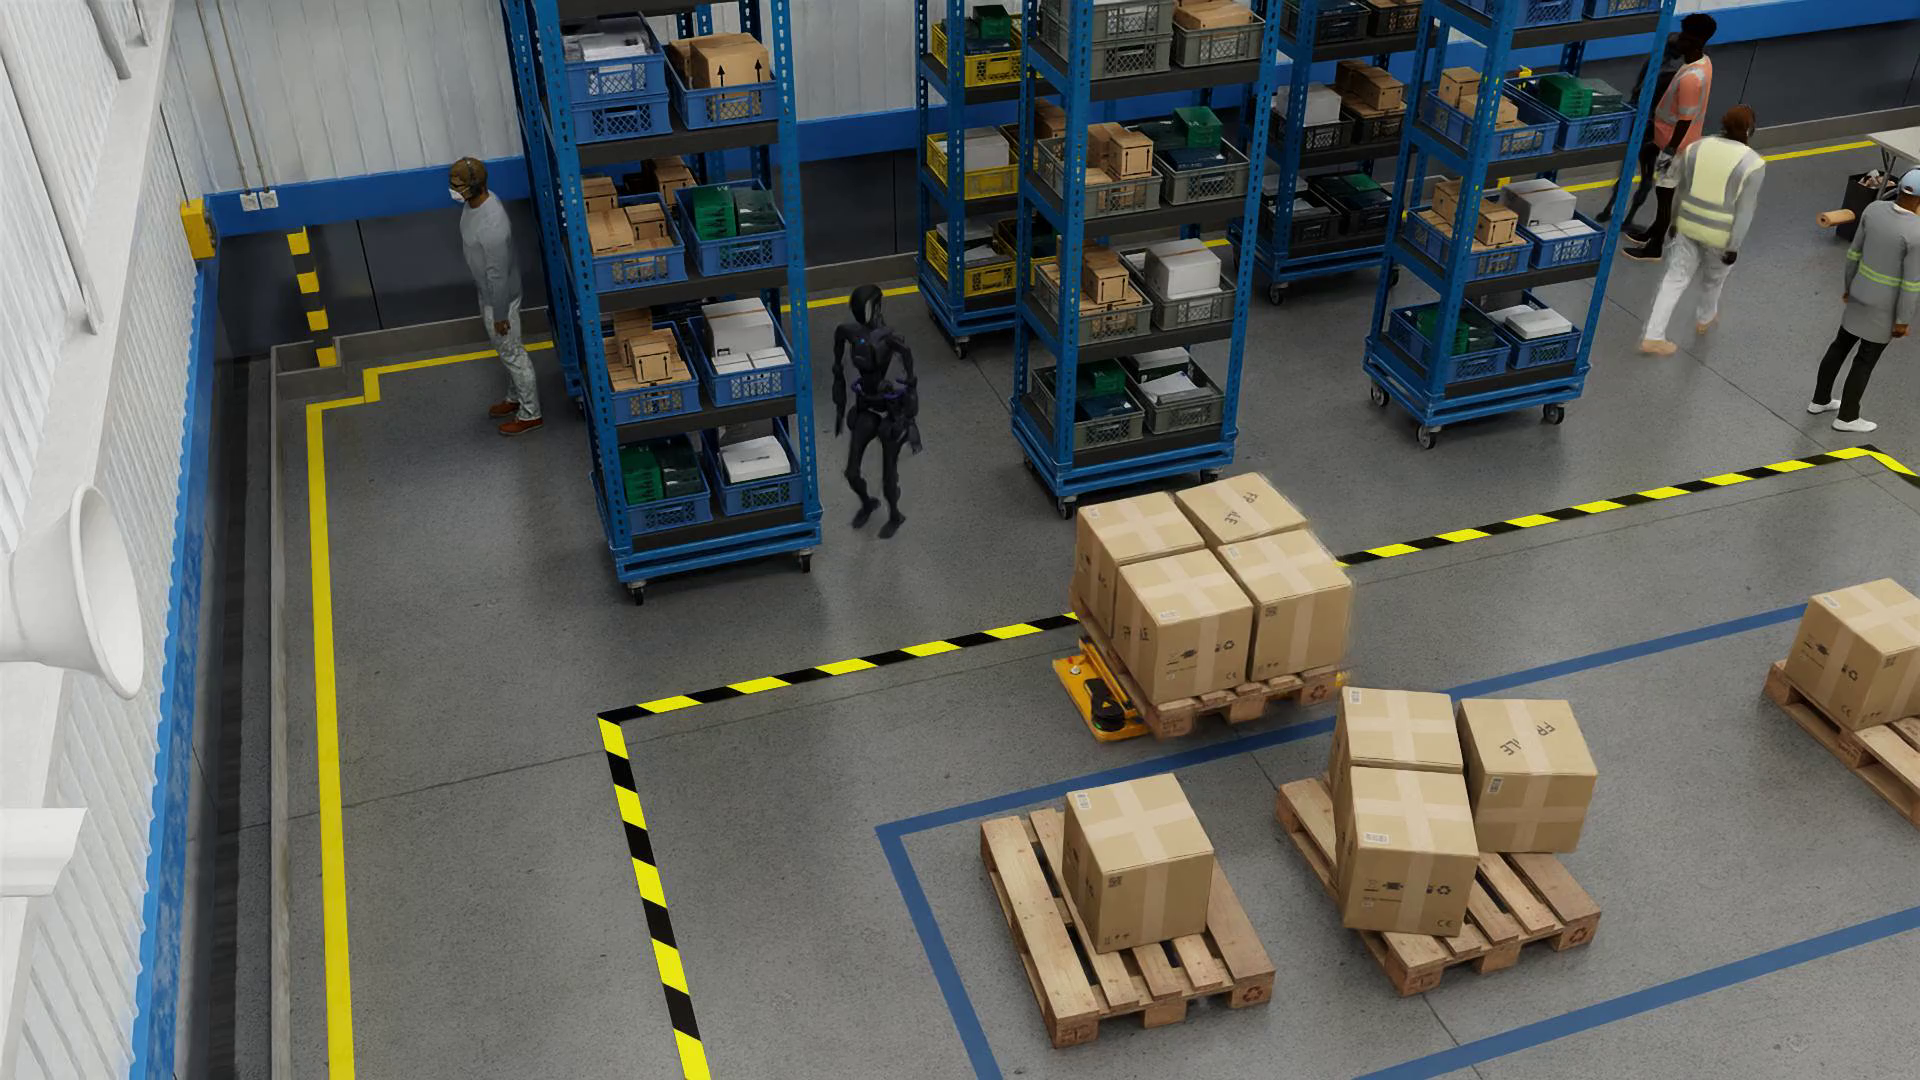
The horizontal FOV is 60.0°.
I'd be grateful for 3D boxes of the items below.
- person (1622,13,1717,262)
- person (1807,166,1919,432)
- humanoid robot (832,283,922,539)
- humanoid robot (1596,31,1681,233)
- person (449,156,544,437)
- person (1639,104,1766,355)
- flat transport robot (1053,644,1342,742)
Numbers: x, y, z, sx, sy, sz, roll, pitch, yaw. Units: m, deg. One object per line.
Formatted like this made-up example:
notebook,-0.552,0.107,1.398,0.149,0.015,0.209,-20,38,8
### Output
person,5.597,-3.142,13.039,0.372,1.965,0.606,16,38,21
person,6.033,-1.580,10.922,0.362,1.852,0.593,-9,36,-13
humanoid robot,-0.478,-0.753,9.903,0.611,1.652,0.323,16,38,21
humanoid robot,5.590,-3.335,13.561,0.307,1.643,0.609,-9,36,-12
person,-3.032,-1.595,10.882,0.370,1.932,0.620,-13,37,-17
person,5.330,-2.208,11.872,0.940,1.782,0.634,-25,42,-31
flat transport robot,1.294,0.681,9.065,1.431,0.197,0.652,-11,37,-15
